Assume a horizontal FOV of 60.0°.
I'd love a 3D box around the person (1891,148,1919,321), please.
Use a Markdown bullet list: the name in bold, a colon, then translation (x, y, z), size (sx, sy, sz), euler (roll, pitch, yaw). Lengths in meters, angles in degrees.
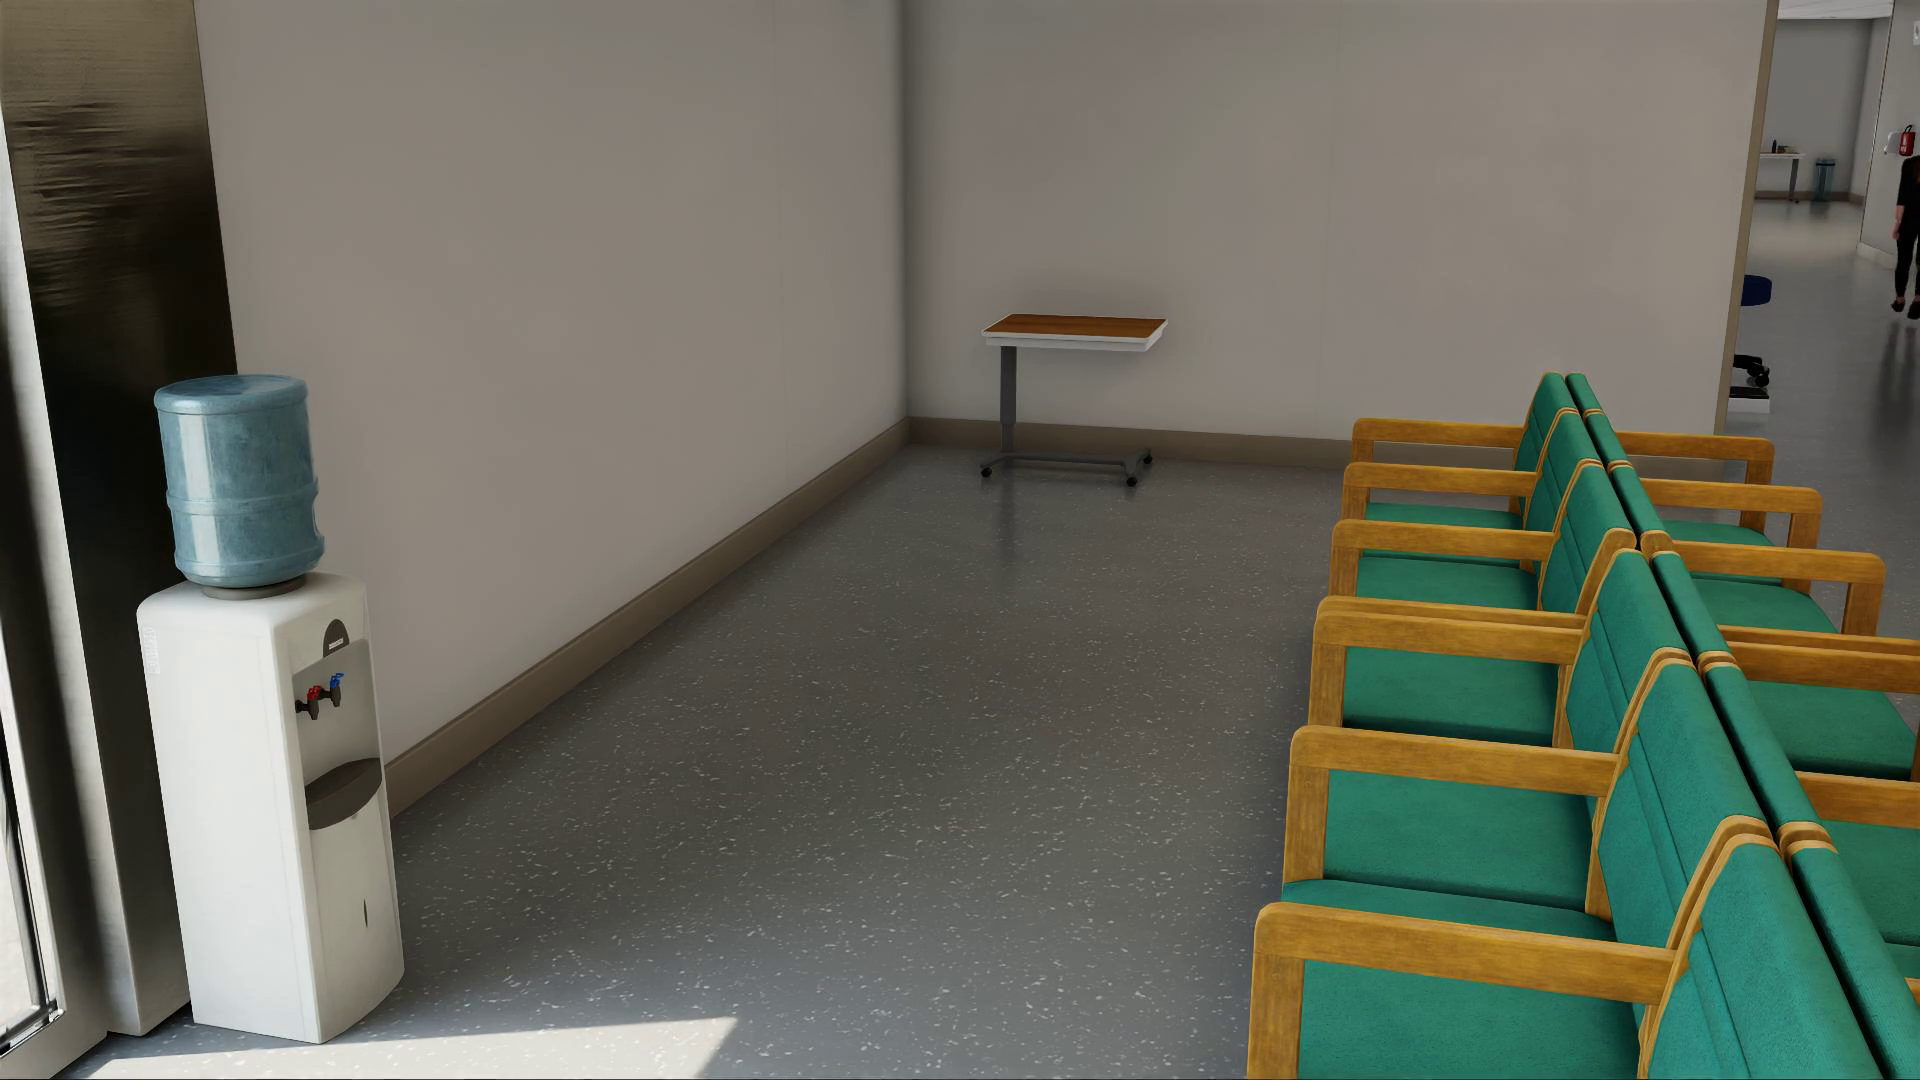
- **person**: translation (8.447, -2.762, 14.590), size (1.122, 1.679, 0.784), euler (6, 17, 22)
